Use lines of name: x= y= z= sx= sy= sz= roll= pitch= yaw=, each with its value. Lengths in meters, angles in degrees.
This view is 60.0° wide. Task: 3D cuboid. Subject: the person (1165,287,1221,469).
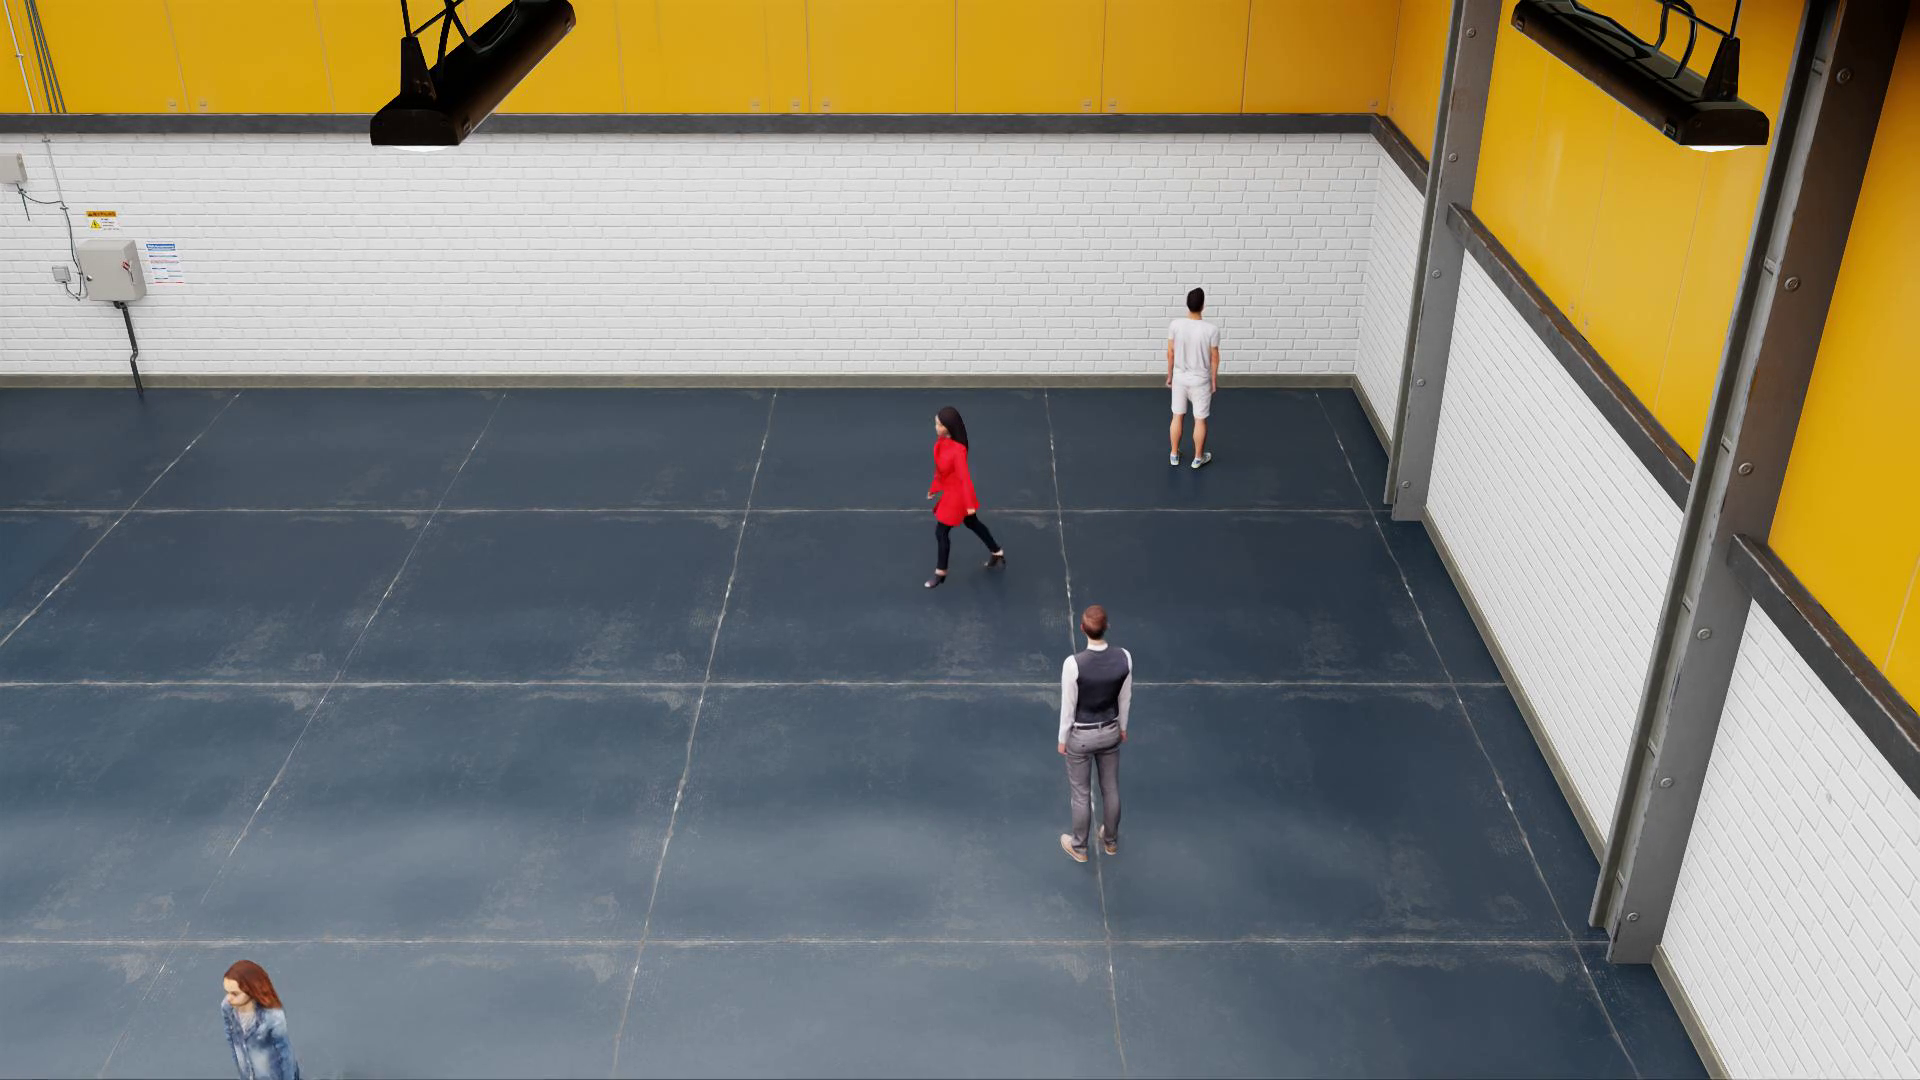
person: x=2.290 y=-1.603 z=16.466 sx=0.765 sy=1.855 sz=0.733 roll=12 pitch=31 yaw=21

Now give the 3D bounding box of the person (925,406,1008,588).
person: x=0.049 y=-0.373 z=14.378 sx=0.873 sy=1.695 sz=1.019 roll=-4 pitch=29 yaw=-8

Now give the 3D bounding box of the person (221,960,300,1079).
person: x=-3.626 y=2.774 z=8.846 sx=0.614 sy=1.468 sz=0.591 roll=7 pitch=29 yaw=12

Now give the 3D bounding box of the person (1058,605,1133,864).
person: x=0.893 y=1.286 z=11.084 sx=0.722 sy=1.939 sz=0.663 roll=-8 pitch=30 yaw=-15
